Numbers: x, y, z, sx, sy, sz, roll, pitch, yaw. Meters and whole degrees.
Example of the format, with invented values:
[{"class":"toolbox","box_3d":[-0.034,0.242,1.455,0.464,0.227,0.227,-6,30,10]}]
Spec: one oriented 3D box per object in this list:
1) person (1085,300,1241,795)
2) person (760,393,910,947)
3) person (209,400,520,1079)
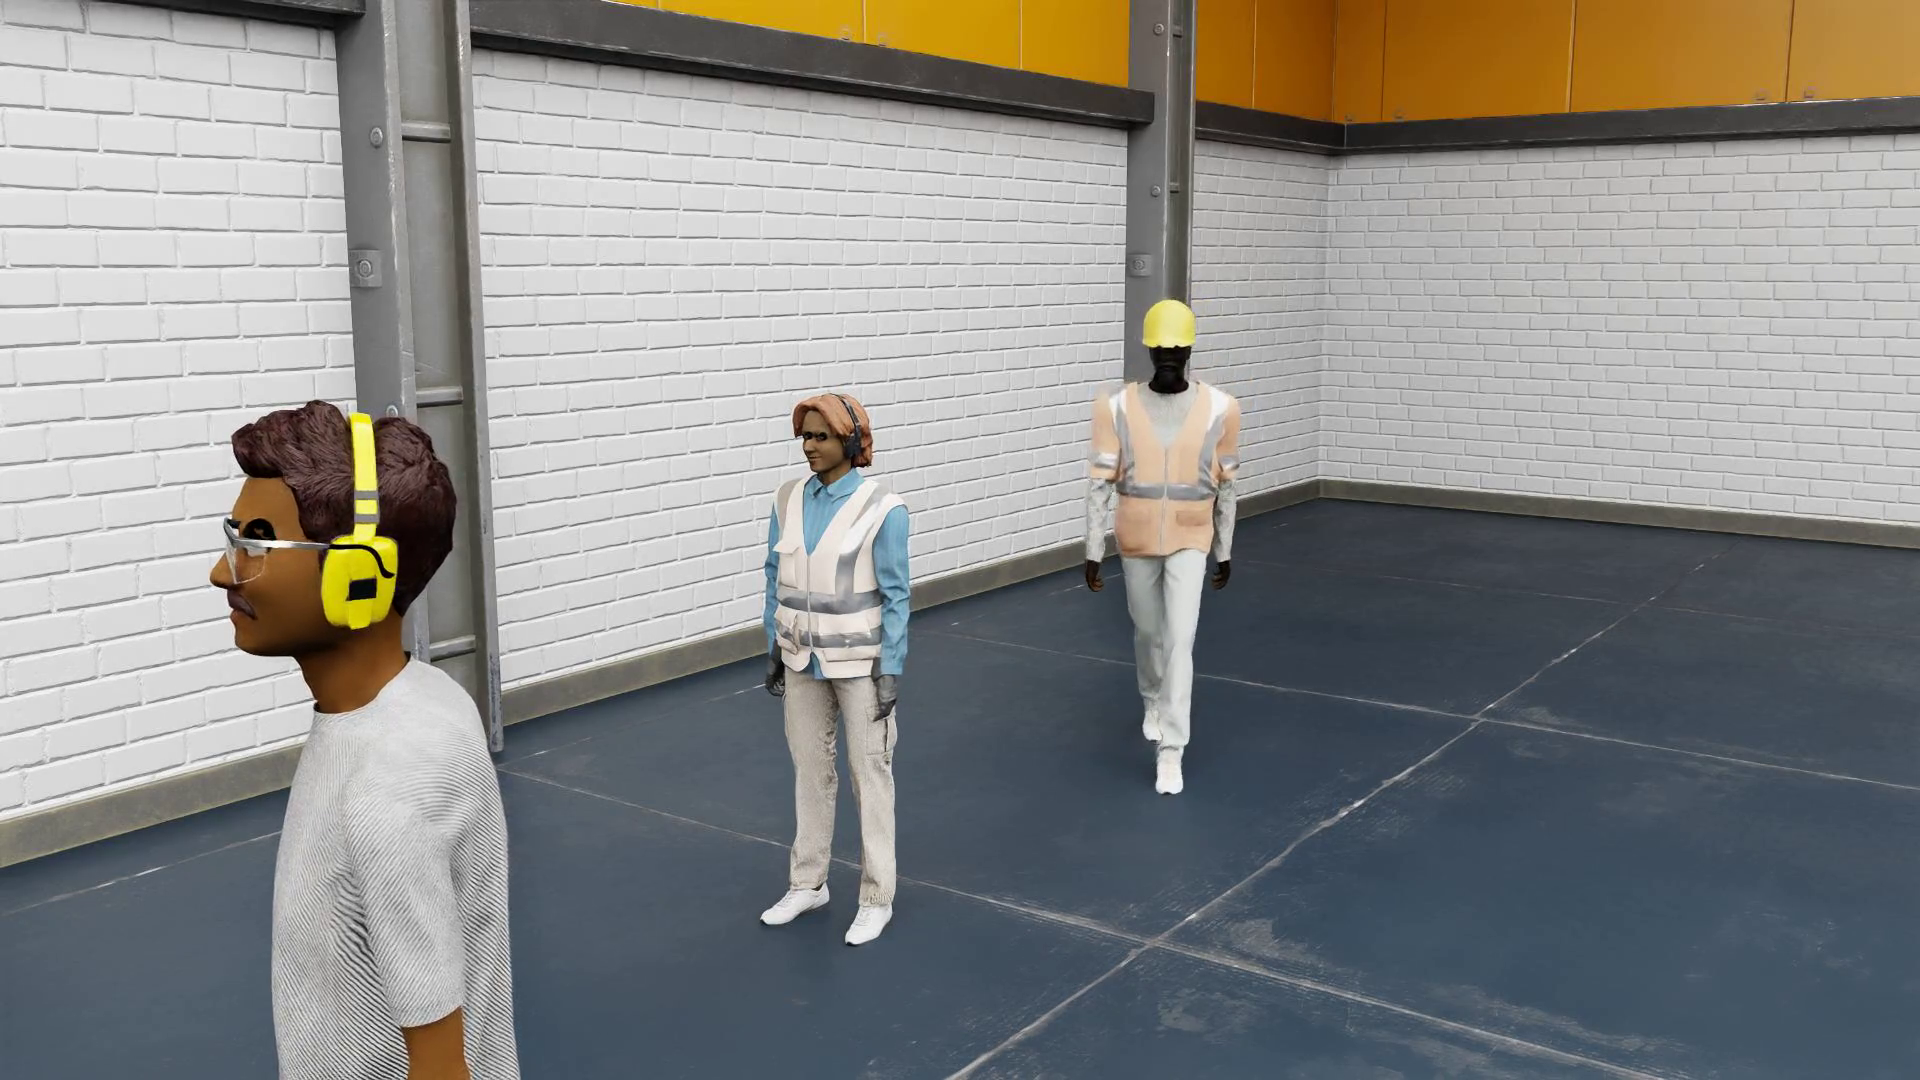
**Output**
[{"class":"person","box_3d":[0.815,-0.021,6.689,0.599,1.886,1.011,2,10,10]},{"class":"person","box_3d":[-0.372,0.379,4.974,0.511,1.641,0.307,6,11,32]},{"class":"person","box_3d":[-0.665,0.776,1.913,0.328,1.876,0.515,-4,10,-21]}]
